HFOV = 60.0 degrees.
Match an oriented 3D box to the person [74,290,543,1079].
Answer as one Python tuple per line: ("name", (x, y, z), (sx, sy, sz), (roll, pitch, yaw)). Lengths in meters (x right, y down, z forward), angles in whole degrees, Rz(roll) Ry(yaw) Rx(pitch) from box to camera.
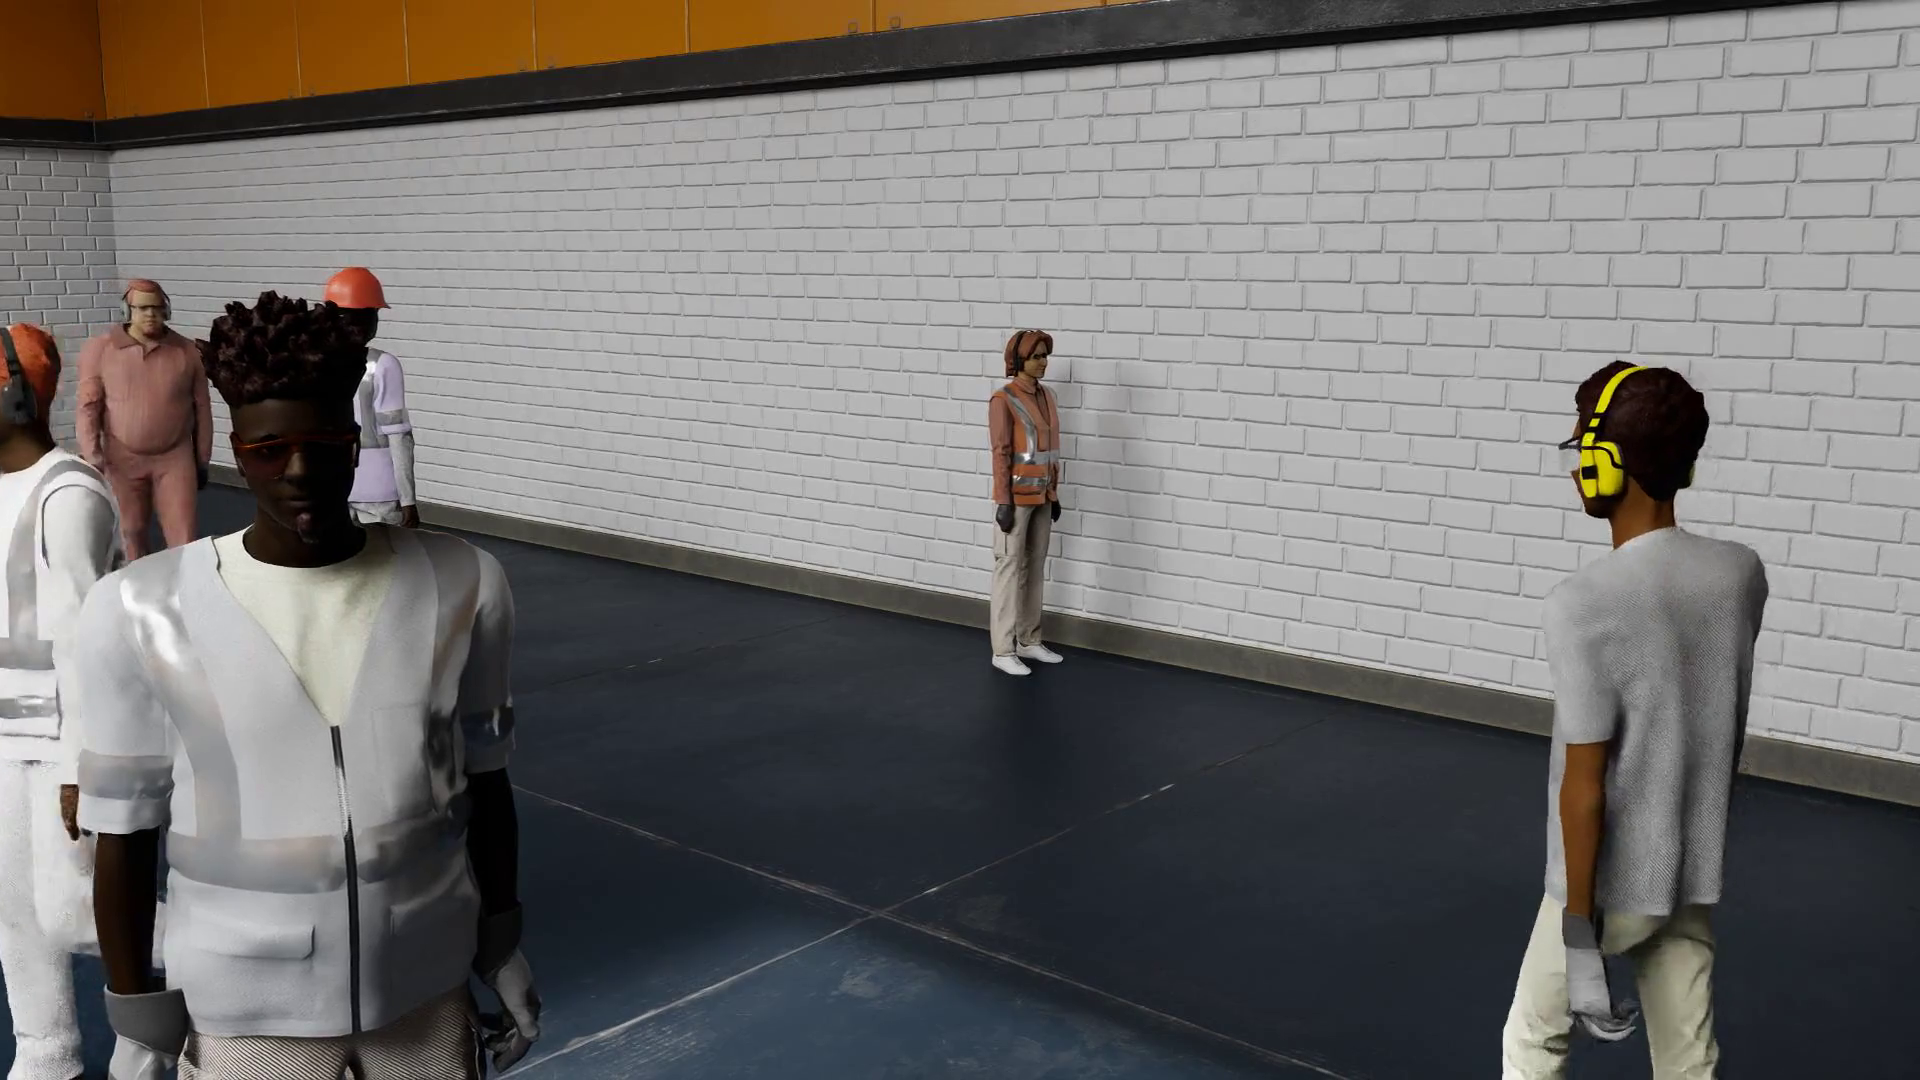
("person", (-0.918, 0.626, 2.427), (0.613, 1.963, 0.362), (-6, 12, -32))

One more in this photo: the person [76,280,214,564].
("person", (-4.285, -0.436, 8.798), (0.648, 1.860, 0.963), (-5, 11, -26))

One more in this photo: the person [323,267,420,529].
("person", (-2.631, -0.225, 7.356), (0.545, 1.938, 0.359), (3, 10, 17))

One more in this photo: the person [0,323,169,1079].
("person", (-2.004, 0.434, 3.820), (0.583, 1.860, 0.648), (10, 14, 43))

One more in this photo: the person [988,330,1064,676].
("person", (0.314, -0.184, 7.970), (0.305, 1.639, 0.522), (7, 12, 33))

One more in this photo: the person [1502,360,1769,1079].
("person", (1.207, 0.618, 2.858), (0.488, 1.846, 0.860), (-4, 11, -21))
